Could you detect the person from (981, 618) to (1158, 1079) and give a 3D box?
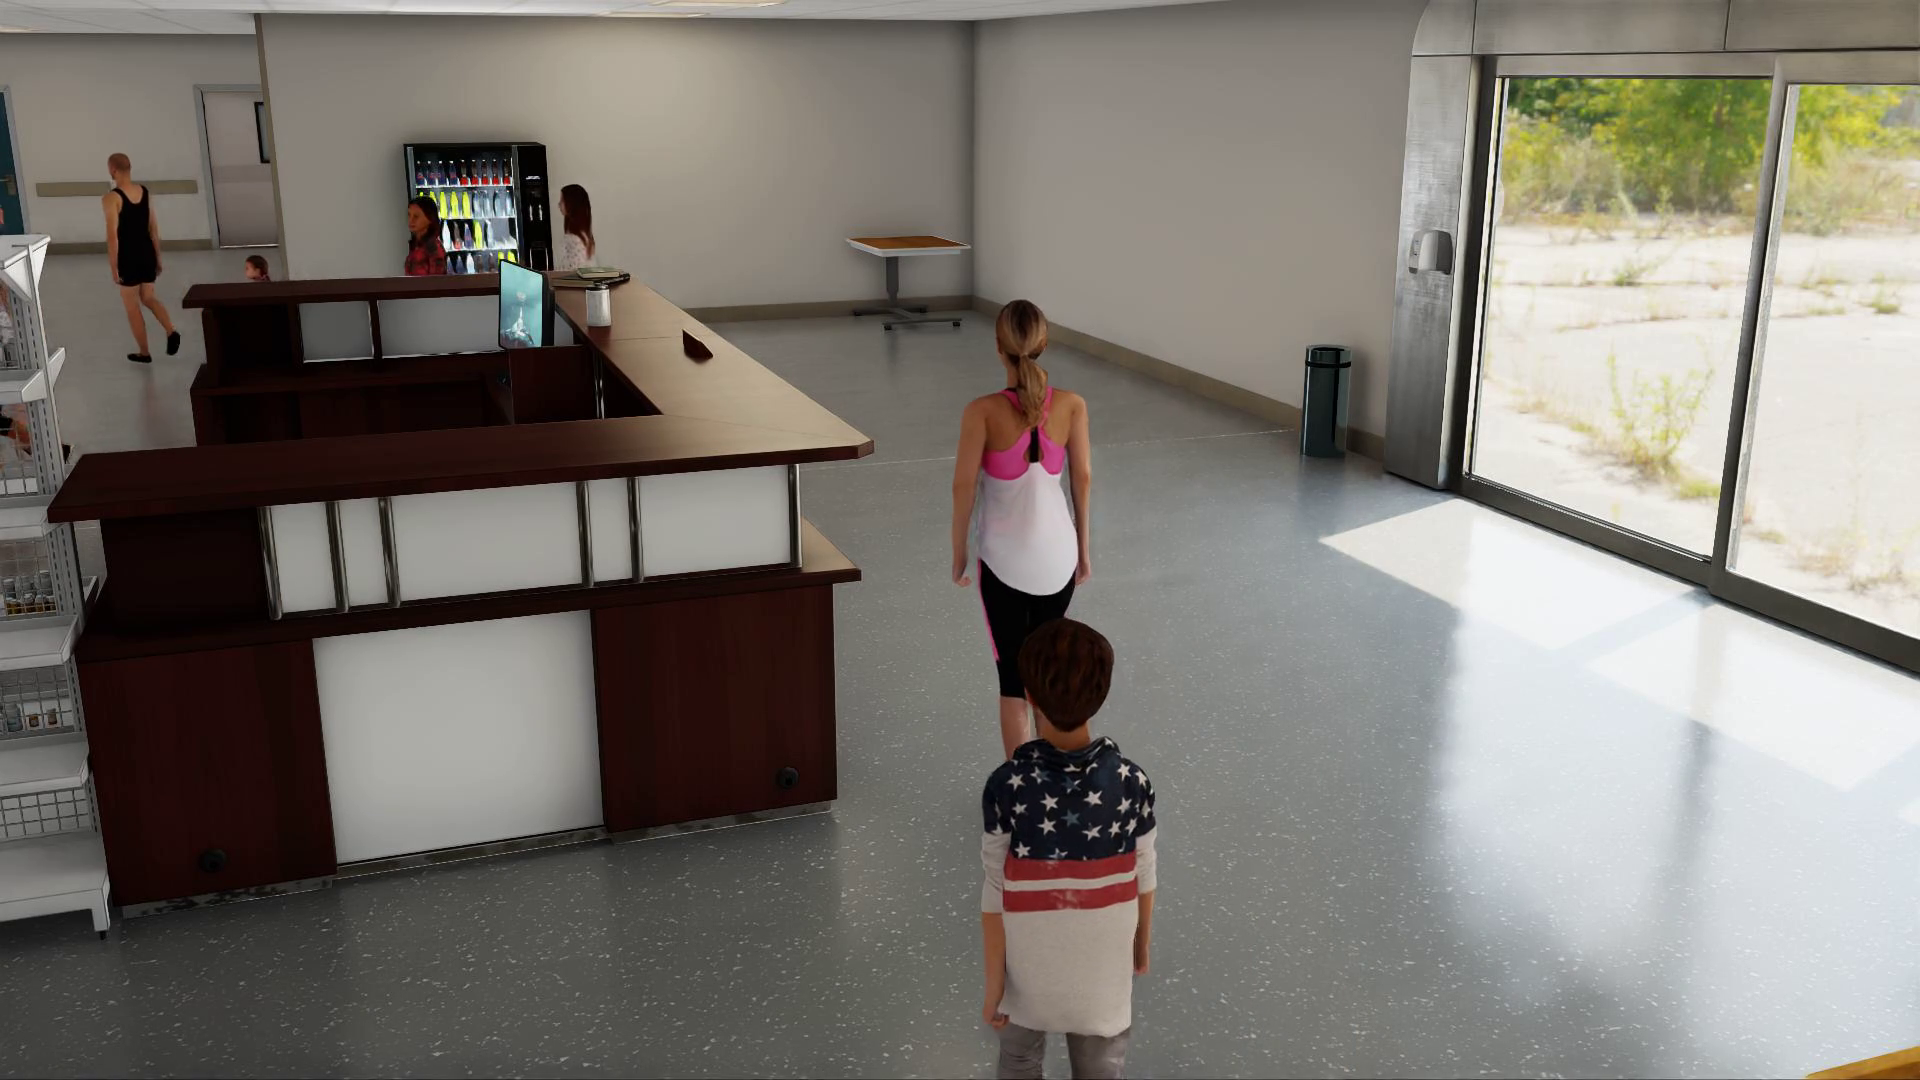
[{"bbox_3d":[0.231,0.884,3.422,0.950,1.406,0.762,-1,16,-5],"label":"person"}]

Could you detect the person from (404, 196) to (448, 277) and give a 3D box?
[{"bbox_3d":[-3.518,-1.488,11.334,0.787,1.679,0.741,-12,19,-35],"label":"person"}]

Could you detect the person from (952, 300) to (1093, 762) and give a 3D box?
[{"bbox_3d":[0.242,0.120,5.438,0.576,1.783,0.699,-4,16,-14],"label":"person"}]

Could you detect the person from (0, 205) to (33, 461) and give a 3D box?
[{"bbox_3d":[-6.222,-1.328,10.629,0.888,1.754,1.070,14,21,41],"label":"person"}]

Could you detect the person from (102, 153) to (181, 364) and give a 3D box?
[{"bbox_3d":[-7.077,-2.420,14.414,0.970,1.803,0.909,7,17,23],"label":"person"}]

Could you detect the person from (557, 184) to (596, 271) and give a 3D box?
[{"bbox_3d":[-2.667,-1.675,11.941,1.062,1.710,0.772,-2,16,-6],"label":"person"}]
